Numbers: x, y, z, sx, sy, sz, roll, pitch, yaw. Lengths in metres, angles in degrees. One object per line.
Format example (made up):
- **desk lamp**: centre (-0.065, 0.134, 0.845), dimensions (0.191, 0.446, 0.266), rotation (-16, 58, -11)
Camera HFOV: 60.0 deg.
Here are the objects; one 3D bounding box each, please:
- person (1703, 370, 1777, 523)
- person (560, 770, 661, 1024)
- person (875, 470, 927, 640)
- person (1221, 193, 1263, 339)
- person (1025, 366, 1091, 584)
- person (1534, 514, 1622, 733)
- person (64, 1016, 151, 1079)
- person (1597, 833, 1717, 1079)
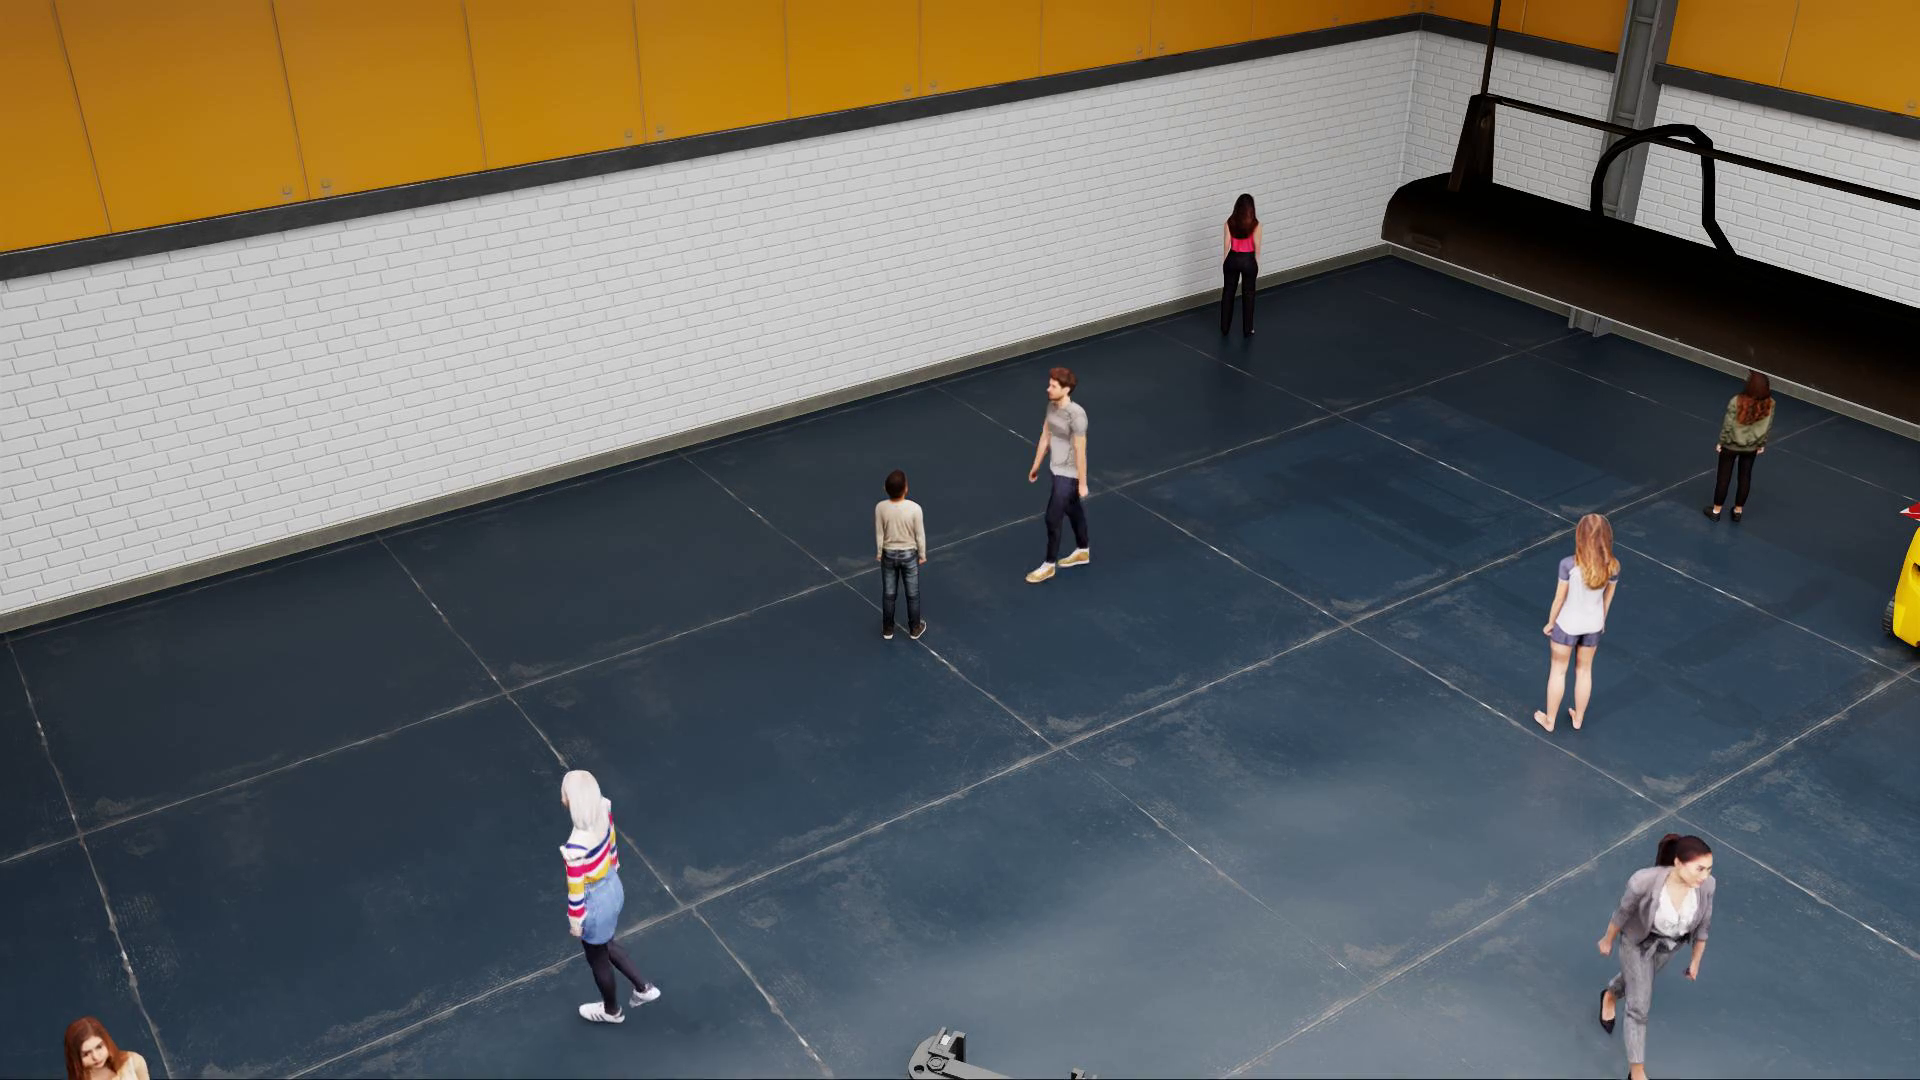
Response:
- **person**: centre (6.991, -0.854, 14.875), dimensions (0.656, 1.476, 0.695), rotation (2, 29, 3)
- **person**: centre (-1.950, 2.018, 9.270), dimensions (0.911, 1.802, 0.851), rotation (6, 29, 11)
- **person**: centre (-0.476, 0.122, 13.097), dimensions (0.628, 1.465, 0.674), rotation (2, 29, 4)
- **person**: centre (3.185, -3.112, 18.816), dimensions (0.627, 1.665, 0.722), rotation (10, 30, 18)
- **person**: centre (0.974, -0.581, 13.968), dimensions (0.822, 1.864, 0.916), rotation (-13, 31, -23)
- **person**: centre (4.438, 0.610, 11.927), dimensions (0.685, 1.728, 0.708), rotation (-1, 29, -2)
- **person**: centre (-3.941, 2.868, 7.818), dimensions (0.923, 1.698, 0.654), rotation (25, 37, 38)
- **person**: centre (3.740, 2.193, 9.137), dimensions (0.991, 1.622, 1.179), rotation (0, 29, 1)
